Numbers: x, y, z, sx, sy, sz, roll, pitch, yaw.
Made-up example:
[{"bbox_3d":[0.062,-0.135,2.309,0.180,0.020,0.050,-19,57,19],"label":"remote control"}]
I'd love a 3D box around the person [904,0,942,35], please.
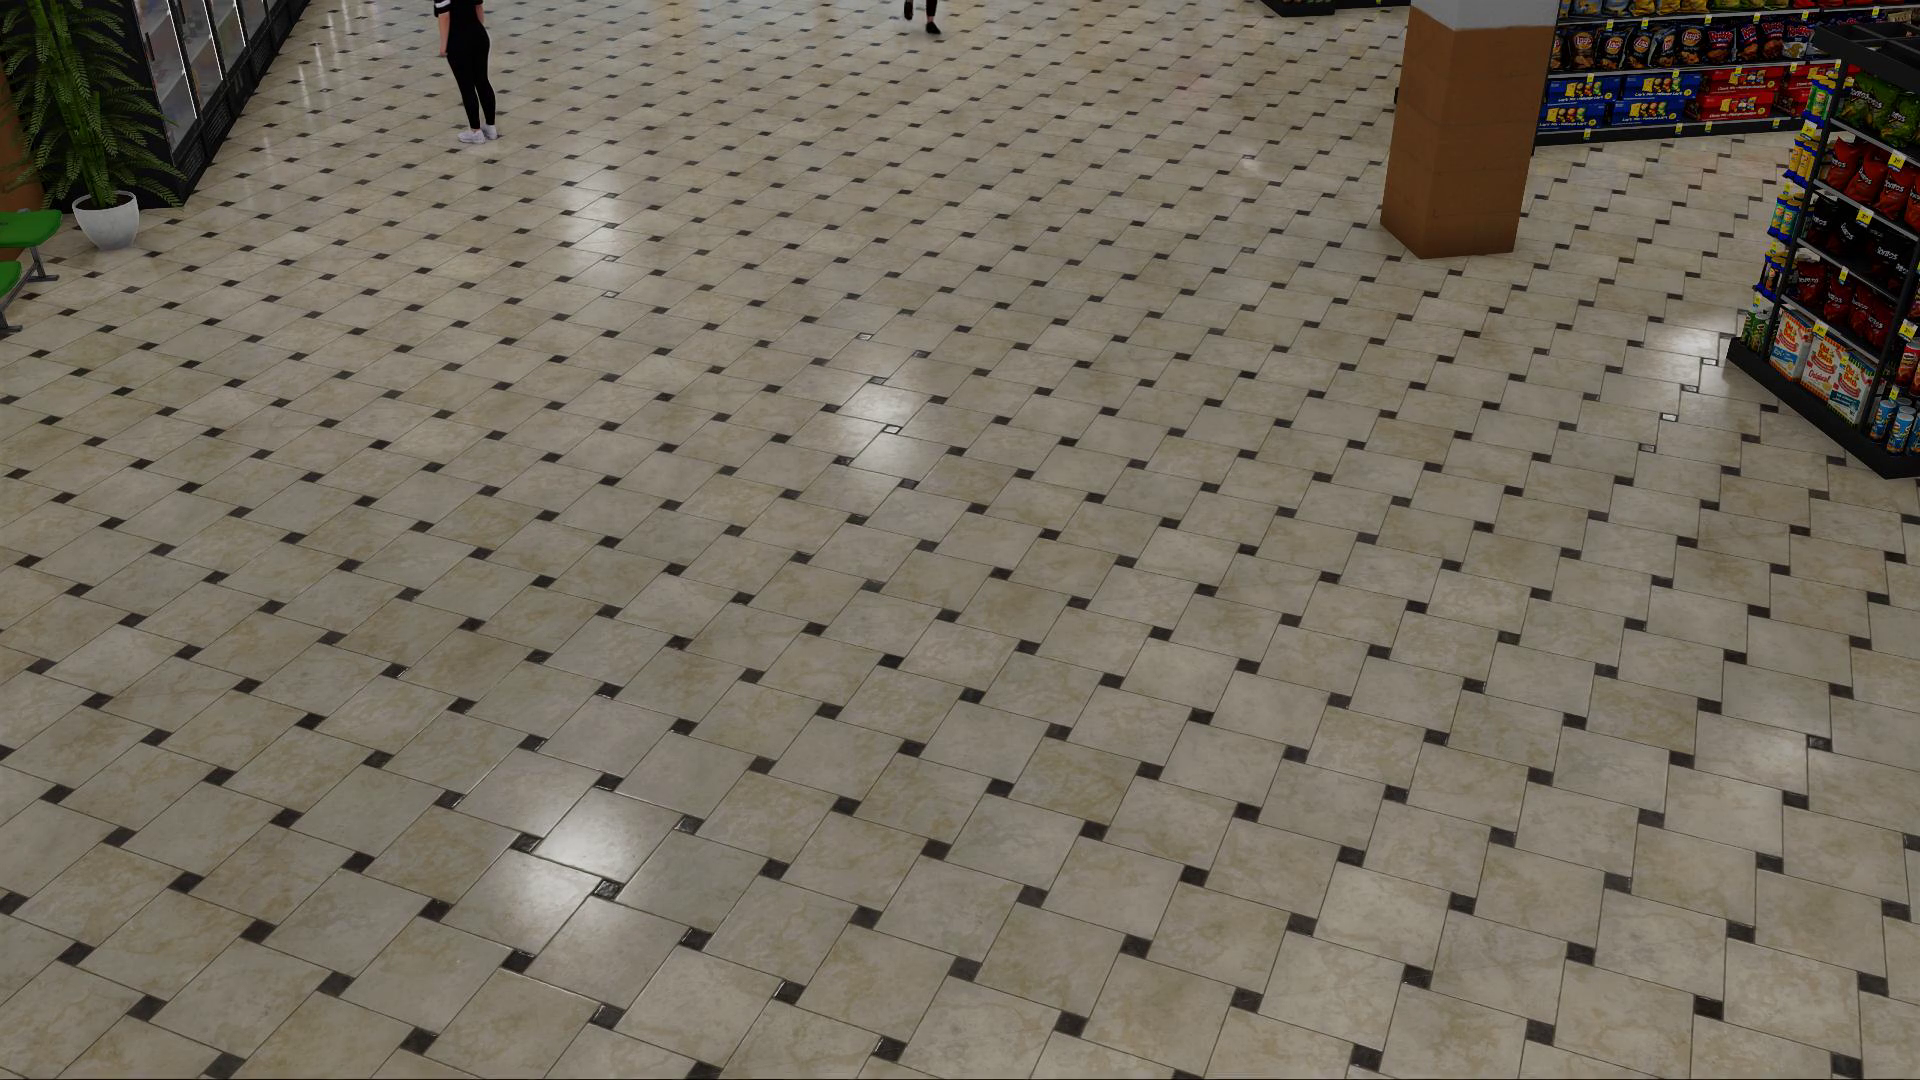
[{"bbox_3d":[-0.374,-5.655,16.042,0.792,1.466,0.759,-14,34,-21],"label":"person"}]

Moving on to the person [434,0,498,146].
[{"bbox_3d":[-3.929,-3.971,13.173,0.772,1.638,0.709,21,38,30],"label":"person"}]
